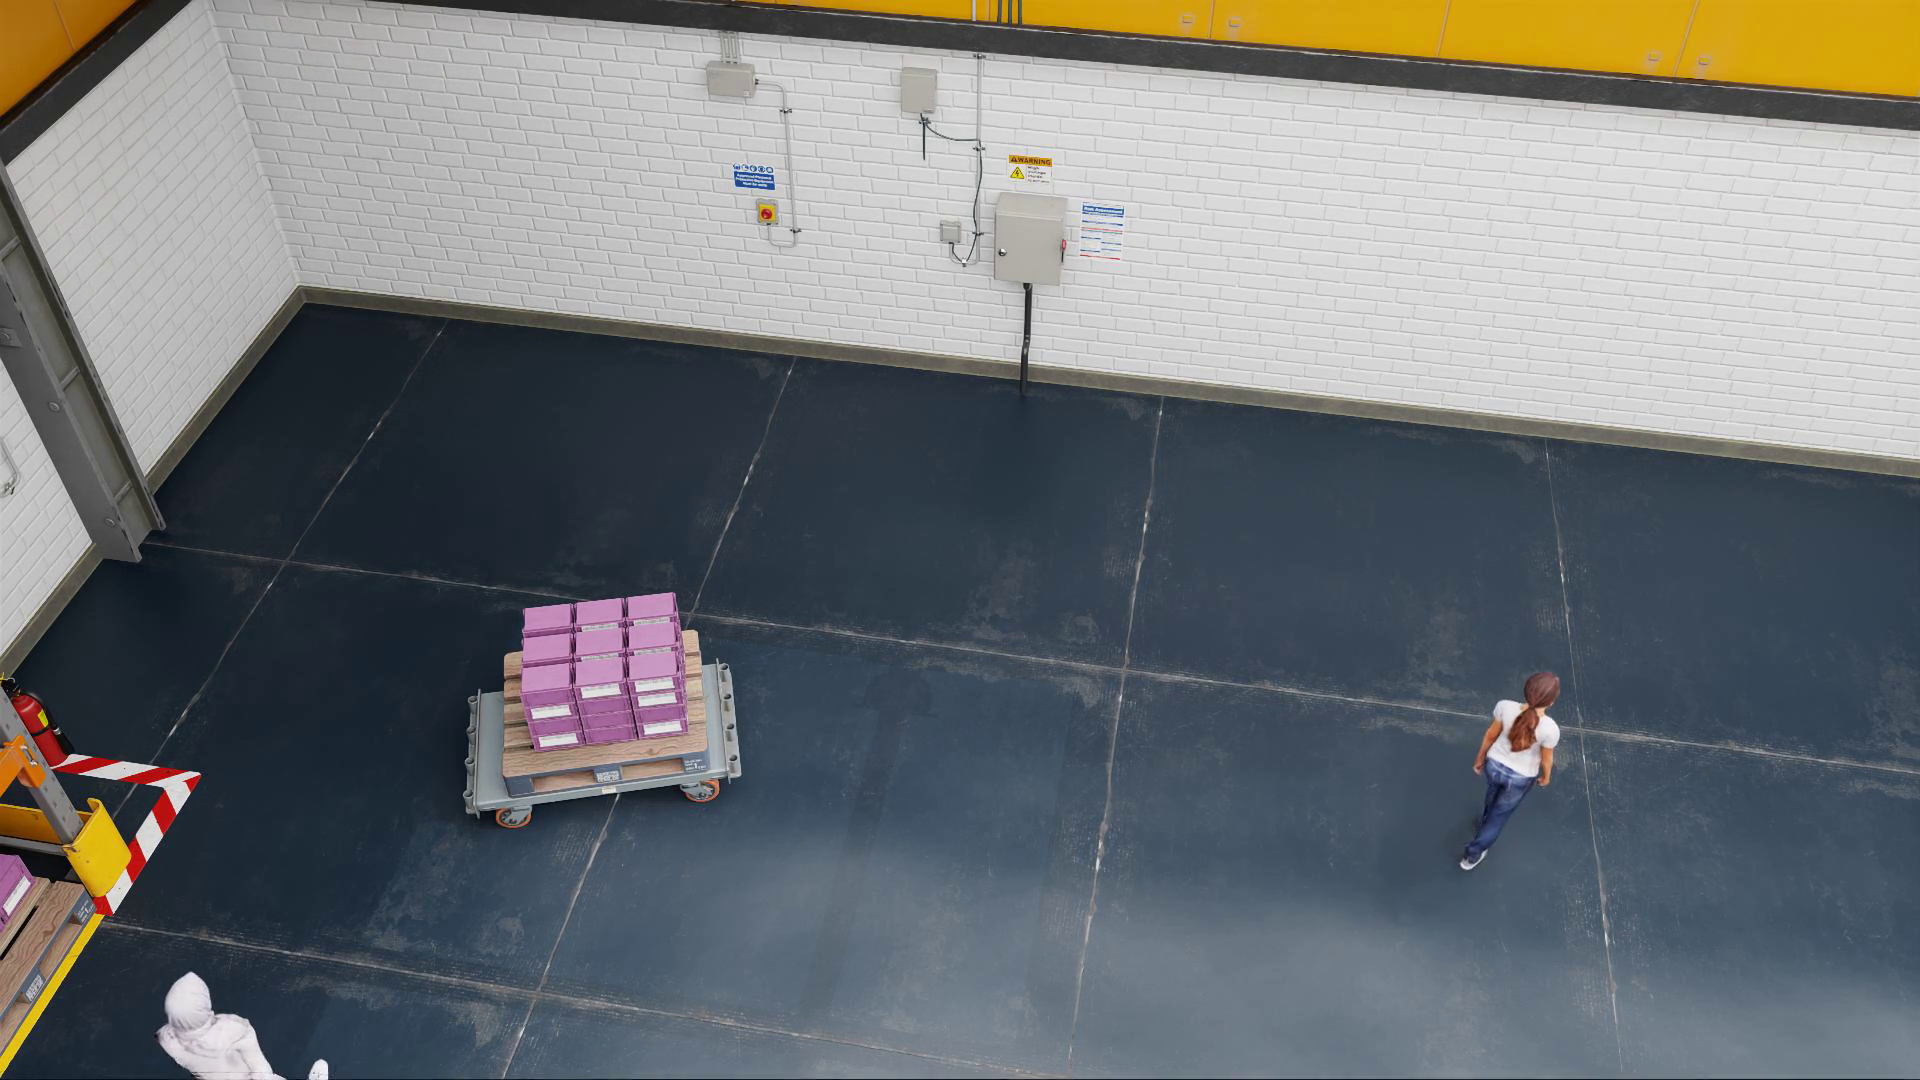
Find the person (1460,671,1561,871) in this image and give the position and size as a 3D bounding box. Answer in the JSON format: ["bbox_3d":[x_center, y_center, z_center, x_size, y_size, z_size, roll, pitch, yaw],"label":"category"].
[{"bbox_3d":[3.103,1.354,9.484,0.771,1.537,0.880,34,53,30],"label":"person"}]

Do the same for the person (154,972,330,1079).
[{"bbox_3d":[-3.448,2.716,7.908,0.802,1.740,1.148,-1,44,-2],"label":"person"}]
